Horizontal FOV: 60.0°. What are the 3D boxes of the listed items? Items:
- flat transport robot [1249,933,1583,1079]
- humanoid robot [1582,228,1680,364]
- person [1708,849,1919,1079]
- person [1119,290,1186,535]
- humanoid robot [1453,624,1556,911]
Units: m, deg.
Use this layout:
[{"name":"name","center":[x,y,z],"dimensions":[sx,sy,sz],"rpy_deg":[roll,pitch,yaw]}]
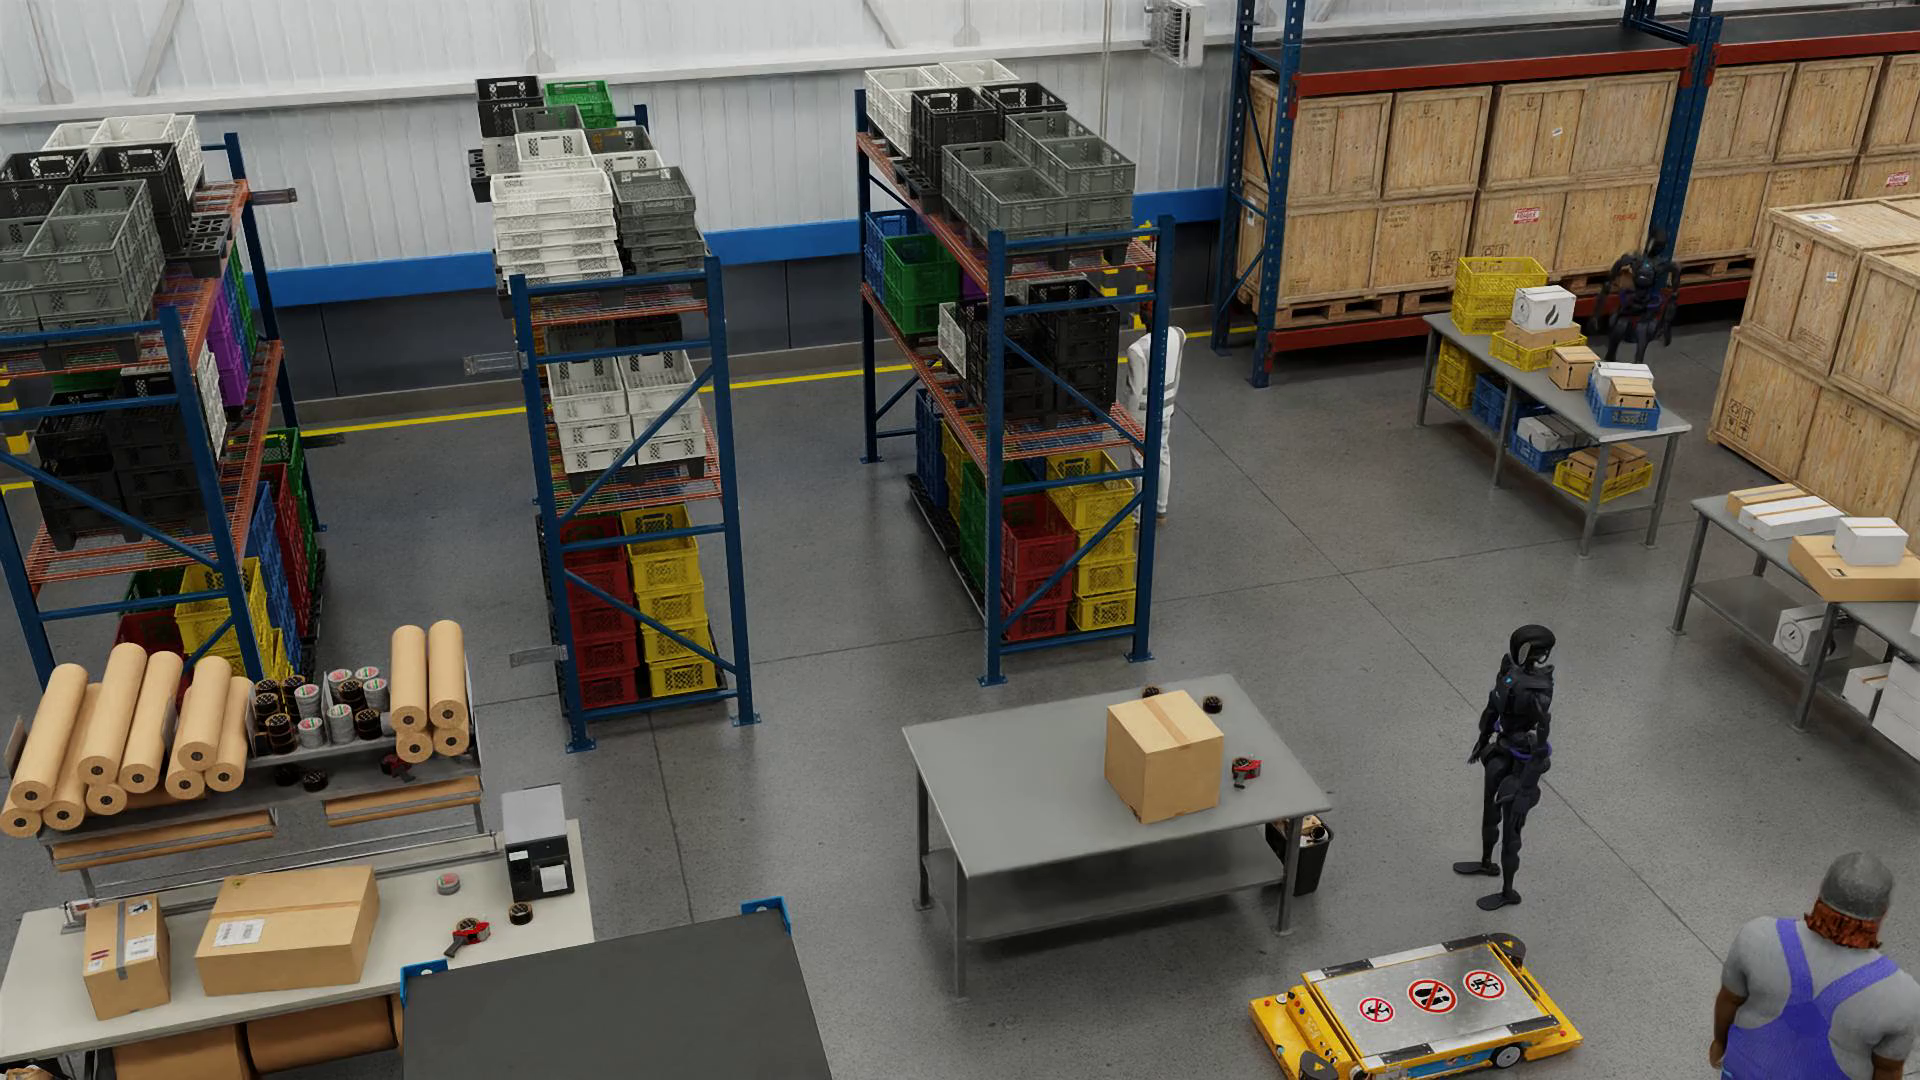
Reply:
[{"name":"flat transport robot","center":[2.184,2.282,7.980],"dimensions":[1.431,0.197,0.652],"rpy_deg":[-8,30,-14]},{"name":"humanoid robot","center":[5.694,-1.888,14.140],"dimensions":[0.720,1.628,0.489],"rpy_deg":[16,33,27]},{"name":"person","center":[3.335,2.051,6.591],"dimensions":[0.681,2.000,0.536],"rpy_deg":[23,36,35]},{"name":"person","center":[1.381,-0.934,12.187],"dimensions":[0.356,1.882,0.574],"rpy_deg":[25,37,37]},{"name":"humanoid robot","center":[2.833,1.157,8.579],"dimensions":[0.313,1.657,0.608],"rpy_deg":[-4,29,-8]}]
